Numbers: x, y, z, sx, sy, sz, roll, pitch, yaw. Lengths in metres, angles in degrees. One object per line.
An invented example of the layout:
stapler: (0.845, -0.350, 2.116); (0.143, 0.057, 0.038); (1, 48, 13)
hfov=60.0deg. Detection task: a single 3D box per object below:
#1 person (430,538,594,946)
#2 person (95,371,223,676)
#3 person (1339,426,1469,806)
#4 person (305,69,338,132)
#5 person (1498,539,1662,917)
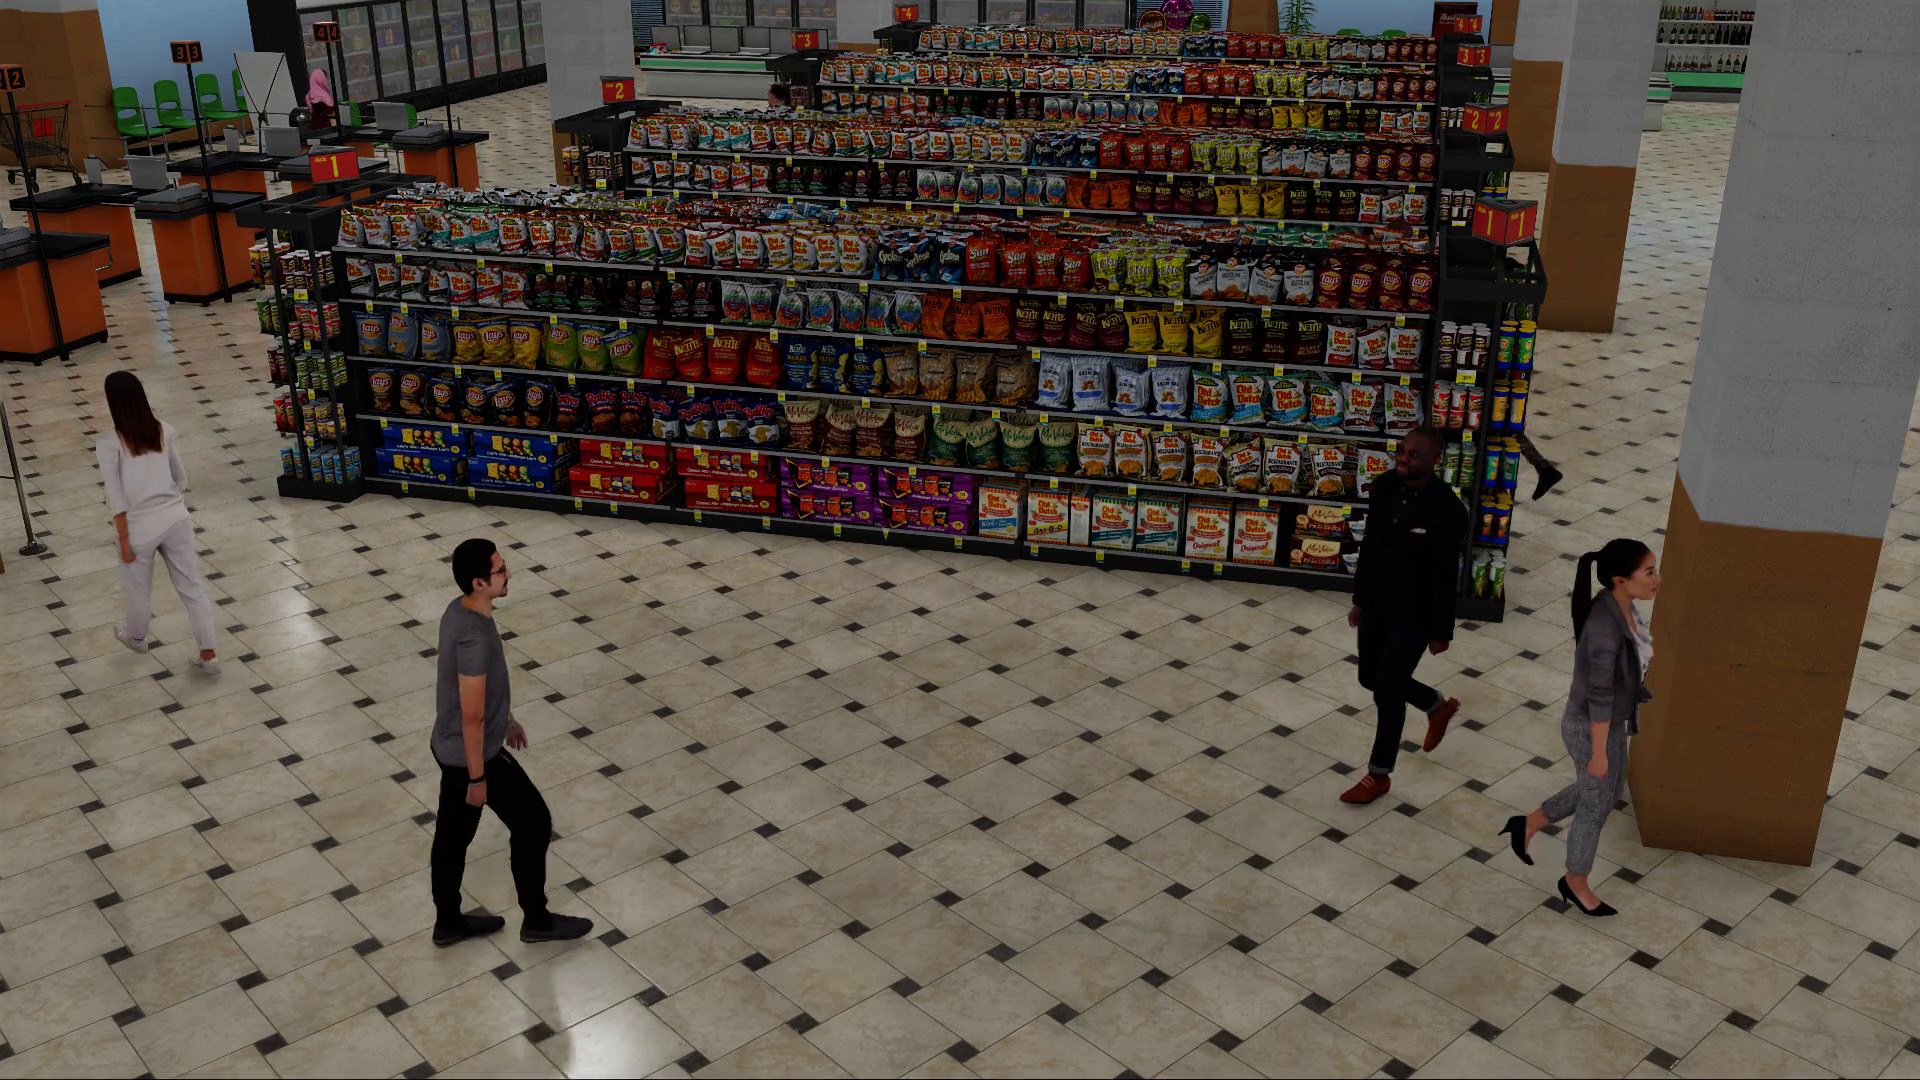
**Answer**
person: (-1.969, 0.841, 6.463); (0.952, 1.724, 0.884); (-12, 25, -27)
person: (-4.198, -0.041, 8.762); (1.133, 1.646, 0.863); (15, 26, 32)
person: (2.082, 0.328, 7.642); (1.139, 1.797, 1.055); (-11, 24, -25)
person: (-8.499, -5.470, 22.289); (0.676, 1.634, 0.805); (17, 27, 35)
person: (2.507, 0.757, 6.755); (0.801, 1.661, 0.703); (11, 24, 25)
